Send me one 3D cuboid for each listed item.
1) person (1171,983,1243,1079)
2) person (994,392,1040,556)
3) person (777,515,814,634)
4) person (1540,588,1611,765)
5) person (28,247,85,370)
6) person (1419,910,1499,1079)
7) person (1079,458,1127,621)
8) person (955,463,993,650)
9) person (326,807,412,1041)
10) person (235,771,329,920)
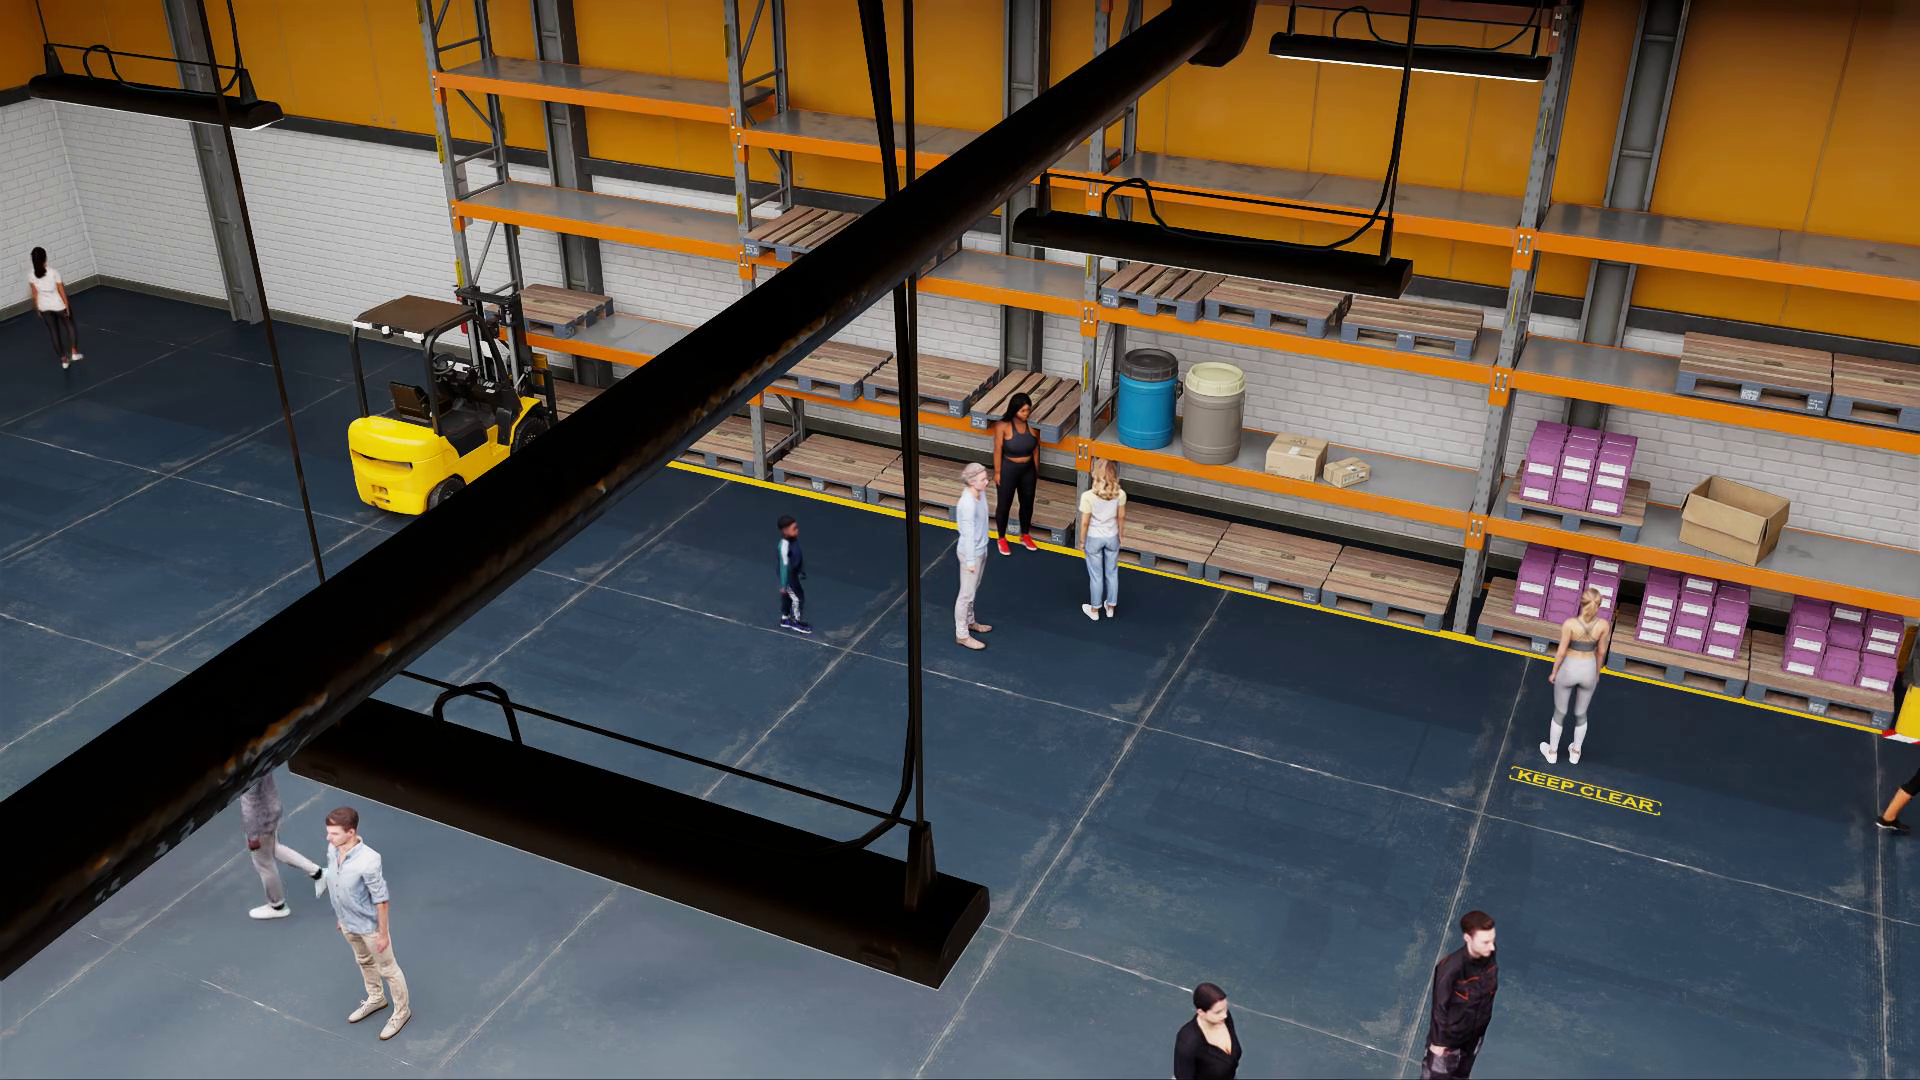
[{"bbox_3d":[1.442,3.355,10.068,0.695,1.760,0.725,21,35,33],"label":"person"},{"bbox_3d":[0.591,-0.733,17.504,0.770,1.815,0.830,-10,30,-17],"label":"person"},{"bbox_3d":[-1.709,0.315,16.175,0.623,1.248,0.569,7,29,13],"label":"person"},{"bbox_3d":[5.253,1.154,14.163,0.585,1.703,0.694,3,29,5],"label":"person"},{"bbox_3d":[-11.961,-3.030,21.909,0.690,1.630,0.754,-9,30,-15],"label":"person"},{"bbox_3d":[3.113,3.080,10.408,0.773,1.915,0.755,-21,35,-33],"label":"person"},{"bbox_3d":[1.390,-0.005,16.266,0.685,1.722,0.760,-8,30,-14],"label":"person"},{"bbox_3d":[0.120,0.115,15.869,0.621,1.892,0.708,7,29,13],"label":"person"},{"bbox_3d":[-4.076,2.588,11.381,0.516,1.847,0.736,17,33,28],"label":"person"},{"bbox_3d":[-5.107,2.058,12.378,1.041,1.825,0.947,-4,29,-7],"label":"person"}]
